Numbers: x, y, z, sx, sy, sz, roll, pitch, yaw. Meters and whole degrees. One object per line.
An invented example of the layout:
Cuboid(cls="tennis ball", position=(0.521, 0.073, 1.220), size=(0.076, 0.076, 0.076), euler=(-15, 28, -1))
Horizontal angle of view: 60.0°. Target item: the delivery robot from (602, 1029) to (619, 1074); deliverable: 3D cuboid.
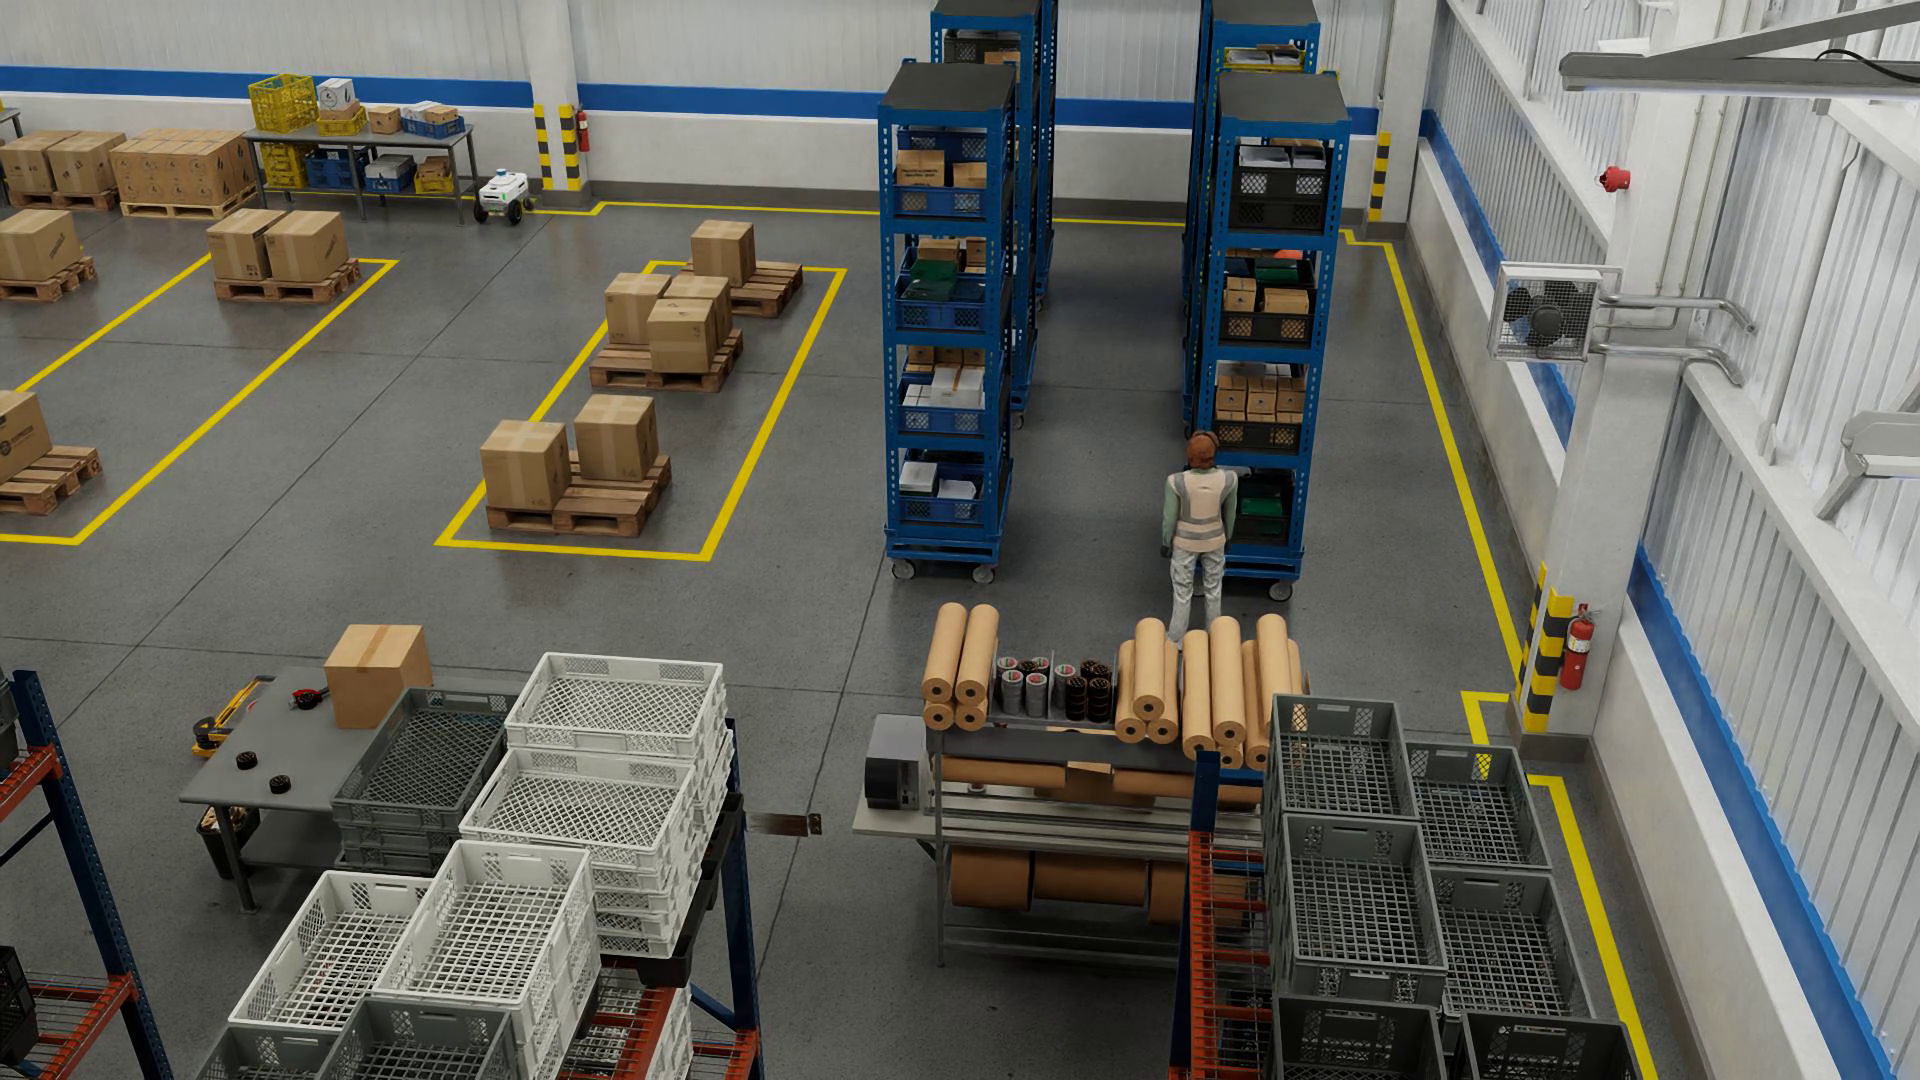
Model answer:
Cuboid(cls="delivery robot", position=(-1.799, 2.540, 7.914), size=(0.707, 0.478, 0.477), euler=(-22, 37, -33))

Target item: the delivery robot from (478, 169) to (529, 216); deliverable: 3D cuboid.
Cuboid(cls="delivery robot", position=(-5.277, -4.048, 19.229), size=(0.477, 0.478, 0.707), euler=(5, 31, 8))

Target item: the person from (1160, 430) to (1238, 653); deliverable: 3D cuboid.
Cuboid(cls="person", position=(1.604, 0.023, 11.257), size=(0.515, 1.636, 0.314), euler=(-4, 30, -7))

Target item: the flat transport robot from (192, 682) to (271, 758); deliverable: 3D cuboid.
Cuboid(cls="flat transport robot", position=(-4.089, 1.163, 10.648), size=(1.431, 0.197, 0.652), euler=(3, 30, 6))

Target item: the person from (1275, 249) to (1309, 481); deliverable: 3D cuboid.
Cuboid(cls="person", position=(2.537, -1.388, 13.330), size=(0.382, 1.995, 0.612), euler=(-23, 37, -34))
